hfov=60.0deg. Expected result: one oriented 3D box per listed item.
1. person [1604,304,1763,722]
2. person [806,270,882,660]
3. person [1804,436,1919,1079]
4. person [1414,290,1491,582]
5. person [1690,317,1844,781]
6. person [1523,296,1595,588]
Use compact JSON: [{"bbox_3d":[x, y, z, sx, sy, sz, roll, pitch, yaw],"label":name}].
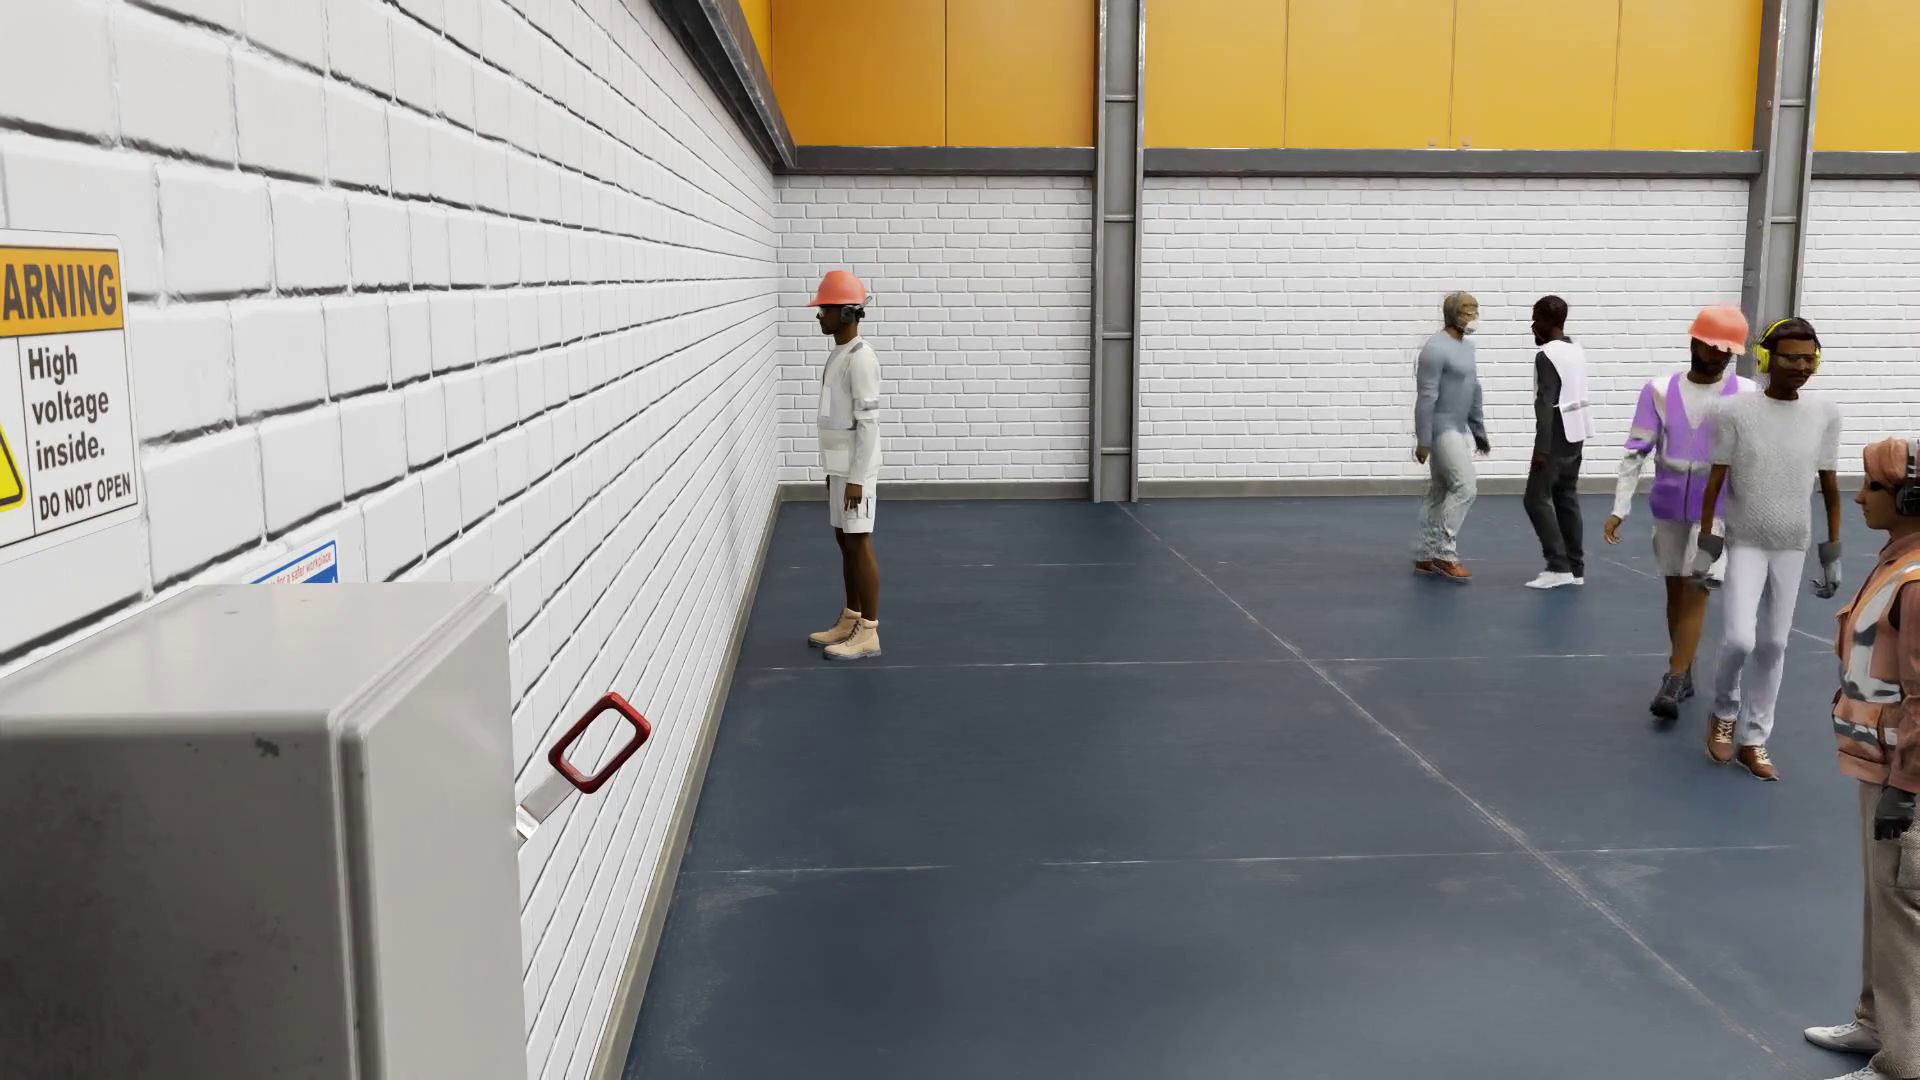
[{"bbox_3d":[3.283,-0.118,7.574,0.599,1.880,0.942,7,11,36],"label":"person"},{"bbox_3d":[-0.611,-0.390,8.797,0.379,2.045,0.605,-3,9,-17],"label":"person"},{"bbox_3d":[2.289,0.564,4.074,0.310,1.638,0.523,4,10,24],"label":"person"},{"bbox_3d":[3.292,-0.681,11.014,0.611,1.916,0.646,6,11,34],"label":"person"},{"bbox_3d":[3.244,0.043,6.664,0.561,1.857,0.381,1,9,5],"label":"person"},{"bbox_3d":[3.885,-0.632,10.835,0.445,1.891,0.614,7,11,36],"label":"person"}]
